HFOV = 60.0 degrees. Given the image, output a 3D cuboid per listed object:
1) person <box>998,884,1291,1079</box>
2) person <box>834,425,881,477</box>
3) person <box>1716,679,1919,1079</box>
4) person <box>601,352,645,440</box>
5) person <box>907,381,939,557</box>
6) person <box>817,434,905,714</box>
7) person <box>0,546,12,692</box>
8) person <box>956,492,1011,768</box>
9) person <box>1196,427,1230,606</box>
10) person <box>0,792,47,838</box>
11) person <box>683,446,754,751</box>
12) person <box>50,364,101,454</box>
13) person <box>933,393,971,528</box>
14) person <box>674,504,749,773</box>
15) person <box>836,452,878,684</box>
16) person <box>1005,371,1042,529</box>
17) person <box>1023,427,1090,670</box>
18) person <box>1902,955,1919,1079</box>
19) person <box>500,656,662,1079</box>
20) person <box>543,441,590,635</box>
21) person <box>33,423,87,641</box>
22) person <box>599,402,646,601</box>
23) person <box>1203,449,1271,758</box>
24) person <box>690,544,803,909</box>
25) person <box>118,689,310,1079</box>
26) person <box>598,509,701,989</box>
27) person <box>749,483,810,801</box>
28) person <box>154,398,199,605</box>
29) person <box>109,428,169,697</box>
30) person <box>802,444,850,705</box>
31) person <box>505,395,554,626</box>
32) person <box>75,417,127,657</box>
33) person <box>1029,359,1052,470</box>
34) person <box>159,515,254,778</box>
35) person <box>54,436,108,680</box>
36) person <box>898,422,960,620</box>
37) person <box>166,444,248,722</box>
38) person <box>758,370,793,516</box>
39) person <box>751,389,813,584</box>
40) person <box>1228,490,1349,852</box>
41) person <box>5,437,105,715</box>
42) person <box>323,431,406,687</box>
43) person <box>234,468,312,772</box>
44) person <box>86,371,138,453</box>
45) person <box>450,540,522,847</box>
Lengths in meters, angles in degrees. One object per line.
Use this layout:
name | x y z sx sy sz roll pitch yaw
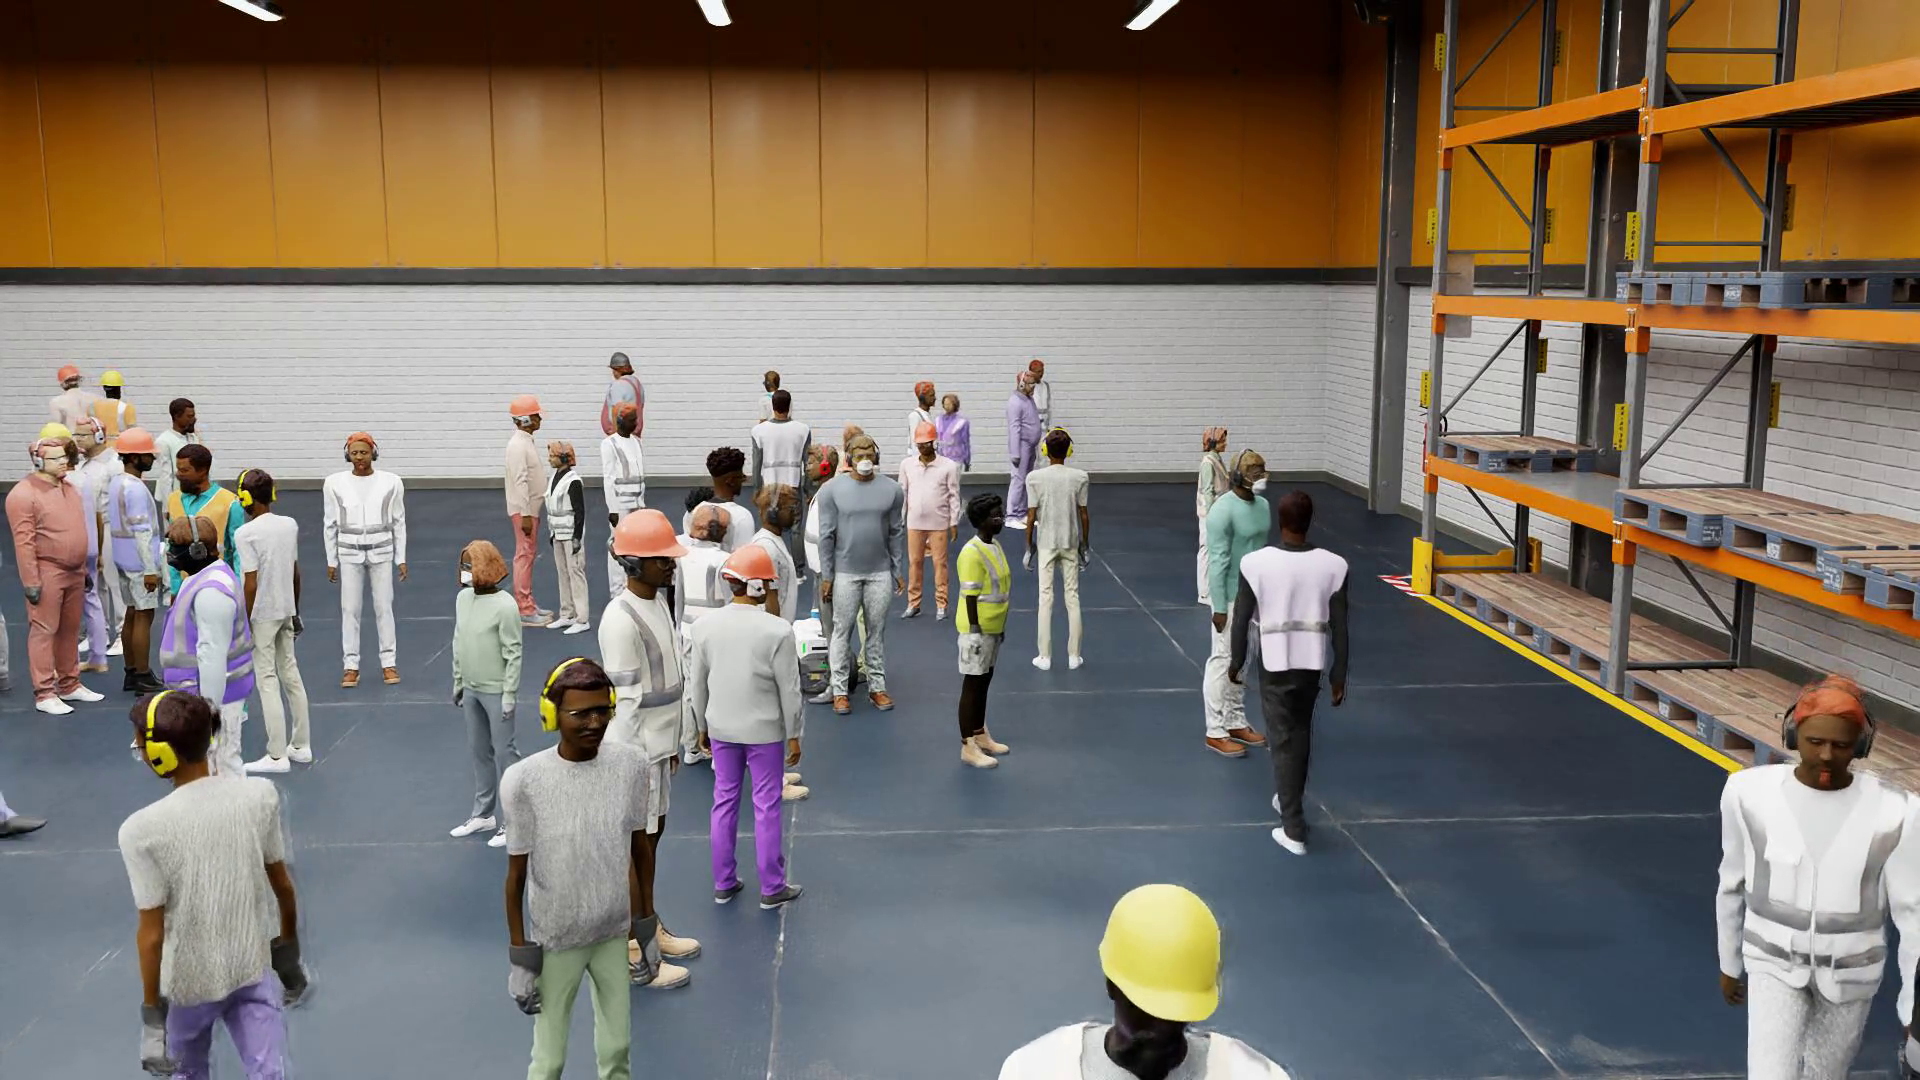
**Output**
person | 0.345 1.566 3.230 0.603 1.908 0.544 3 9 18
person | -0.945 -0.286 15.826 0.552 1.608 0.394 -3 10 -21
person | 2.629 1.308 5.104 0.596 1.844 1.003 5 10 28
person | -4.434 -1.458 21.813 0.535 2.000 0.682 2 9 14
person | -0.391 -0.771 17.992 0.353 1.883 0.573 2 9 13
person | -0.676 0.230 11.532 0.627 1.940 0.372 -3 10 -20
person | -7.043 0.188 11.809 0.414 1.939 0.604 -1 9 -5
person | 0.147 0.545 10.312 0.321 1.697 0.530 3 10 18
person | 2.322 -0.220 15.294 0.307 1.641 0.514 3 9 16
person | -5.260 0.776 8.732 0.741 1.735 0.560 -2 9 -14
person | -1.463 0.389 10.447 0.600 1.967 0.367 8 12 40
person | -10.509 -1.099 19.787 0.637 1.969 0.612 5 10 30
person | -0.074 -0.972 20.060 0.509 1.622 0.636 6 11 32
person | -1.532 0.595 10.175 0.523 1.639 0.314 7 12 38
person | -0.747 0.192 12.351 0.325 1.752 0.559 -1 9 -4
person | 0.775 -1.079 19.913 0.401 1.895 0.645 3 10 19
person | 0.743 0.067 12.769 0.515 1.873 0.329 -1 9 -4
person | 2.219 1.483 3.430 0.681 2.014 0.650 -7 11 -37
person | -1.191 1.270 5.270 0.501 1.861 0.334 -7 11 -36
person | -3.327 -0.024 14.062 0.311 1.639 0.521 -7 11 -37
person | -7.392 -0.064 13.772 0.591 1.825 0.409 3 9 16
person | -3.032 -0.313 15.122 0.355 1.883 0.576 3 10 18
person | 1.774 0.386 10.556 0.372 1.939 0.629 7 12 38
person | -1.008 0.888 7.995 0.573 1.745 0.339 3 10 20
person | -2.178 1.334 4.996 0.928 1.826 0.574 8 12 39
person | -1.324 0.879 7.133 0.379 2.044 0.607 0 9 1
person | -1.072 0.583 9.634 0.343 1.839 0.506 -2 9 -12
person | -7.172 -0.353 15.305 0.400 1.910 0.596 1 9 4
person | -5.899 0.156 12.001 0.370 1.935 0.552 -8 12 -41
person | -0.922 0.235 11.790 0.383 1.845 0.570 -2 9 -11
person | -3.744 -0.259 14.417 0.373 1.997 0.610 -2 9 -10
person | -6.873 -0.029 13.262 0.642 1.909 0.408 4 10 23
person | 1.030 -1.540 22.854 0.584 1.877 0.356 -7 12 -38
person | -3.797 0.781 8.412 0.430 1.836 0.626 -4 10 -26
person | -6.648 0.134 12.480 0.354 1.834 0.519 3 10 21
person | -0.287 -0.166 14.599 0.575 1.749 0.334 2 9 14
person | -5.029 0.304 11.138 0.598 1.916 0.375 3 9 18
person | -2.320 -1.209 20.907 0.502 1.837 0.350 -9 13 -43
person | -1.728 -0.507 16.229 0.596 1.915 0.382 -1 9 -9
person | 1.743 0.668 8.980 0.591 1.881 0.863 -1 9 -8
person | -6.272 0.239 11.573 0.406 1.911 0.639 1 9 6
person | -4.379 0.141 12.268 0.573 1.883 0.356 -3 10 -19
person | -4.225 0.489 10.144 0.328 1.863 0.533 3 9 17
person | -9.724 -0.983 19.179 0.585 1.929 0.370 0 9 3
person | -2.523 0.808 8.860 0.500 1.633 0.286 7 11 36
